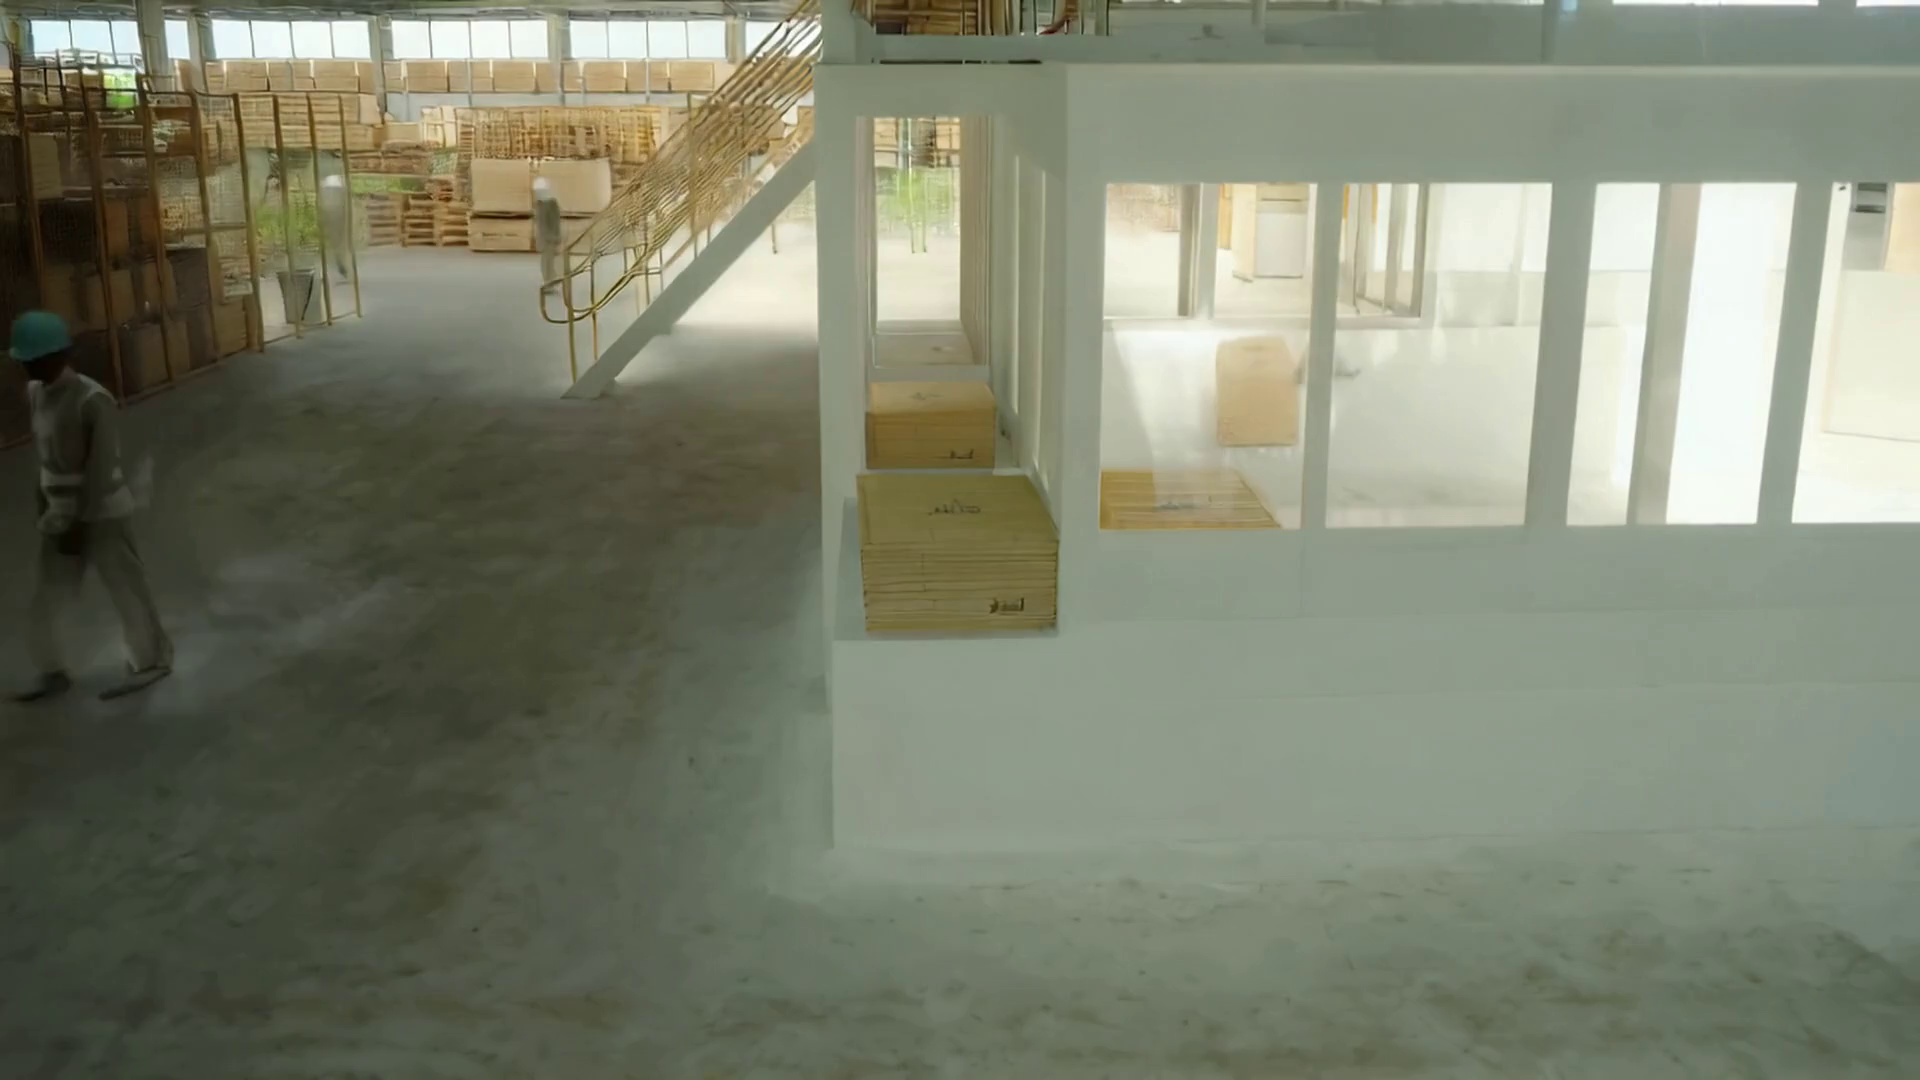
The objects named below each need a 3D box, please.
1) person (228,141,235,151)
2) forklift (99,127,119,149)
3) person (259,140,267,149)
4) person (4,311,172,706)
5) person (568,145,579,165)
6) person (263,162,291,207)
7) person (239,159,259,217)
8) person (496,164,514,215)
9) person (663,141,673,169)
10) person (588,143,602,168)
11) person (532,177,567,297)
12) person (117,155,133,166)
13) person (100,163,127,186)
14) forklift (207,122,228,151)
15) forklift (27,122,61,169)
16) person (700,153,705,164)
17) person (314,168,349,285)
[{"bbox_3d":[-34.682,-18.032,79.292,0.388,1.949,0.602,-5,15,-20],"label":"person"},{"bbox_3d":[-37.902,-17.236,74.222,1.129,2.768,1.873,-3,14,-11],"label":"forklift"},{"bbox_3d":[-38.153,-20.991,91.277,1.042,1.882,0.549,-3,14,-12],"label":"person"},{"bbox_3d":[-4.233,-0.149,7.934,0.599,1.884,0.909,6,15,24],"label":"person"},{"bbox_3d":[-17.323,-16.782,74.614,0.588,1.797,0.592,12,19,41],"label":"person"},{"bbox_3d":[-15.926,-7.868,38.827,0.622,1.864,0.466,2,14,8],"label":"person"},{"bbox_3d":[-17.104,-8.196,40.004,0.373,1.934,0.552,5,15,18],"label":"person"},{"bbox_3d":[-11.604,-8.630,42.160,0.858,1.727,0.551,9,16,31],"label":"person"},{"bbox_3d":[-13.491,-17.326,76.412,0.679,1.969,0.617,2,14,9],"label":"person"},{"bbox_3d":[-16.300,-16.797,74.470,0.443,1.889,0.669,9,17,32],"label":"person"},{"bbox_3d":[-6.616,-4.854,26.701,0.460,1.908,0.604,-13,19,-42],"label":"person"},{"bbox_3d":[-34.656,-15.365,68.947,0.623,1.790,0.873,-2,14,-7],"label":"person"},{"bbox_3d":[-16.748,-6.480,32.935,1.059,2.000,0.691,2,14,8],"label":"person"},{"bbox_3d":[-39.296,-20.712,88.114,1.129,2.768,1.873,-1,14,-2],"label":"forklift"},{"bbox_3d":[-35.376,-14.773,64.377,1.129,2.768,1.873,-1,14,-2],"label":"forklift"},{"bbox_3d":[-7.893,-11.171,52.086,0.600,1.855,0.518,-1,14,-5],"label":"person"},{"bbox_3d":[-10.920,-5.430,28.813,0.983,2.000,0.635,11,18,38],"label":"person"}]
